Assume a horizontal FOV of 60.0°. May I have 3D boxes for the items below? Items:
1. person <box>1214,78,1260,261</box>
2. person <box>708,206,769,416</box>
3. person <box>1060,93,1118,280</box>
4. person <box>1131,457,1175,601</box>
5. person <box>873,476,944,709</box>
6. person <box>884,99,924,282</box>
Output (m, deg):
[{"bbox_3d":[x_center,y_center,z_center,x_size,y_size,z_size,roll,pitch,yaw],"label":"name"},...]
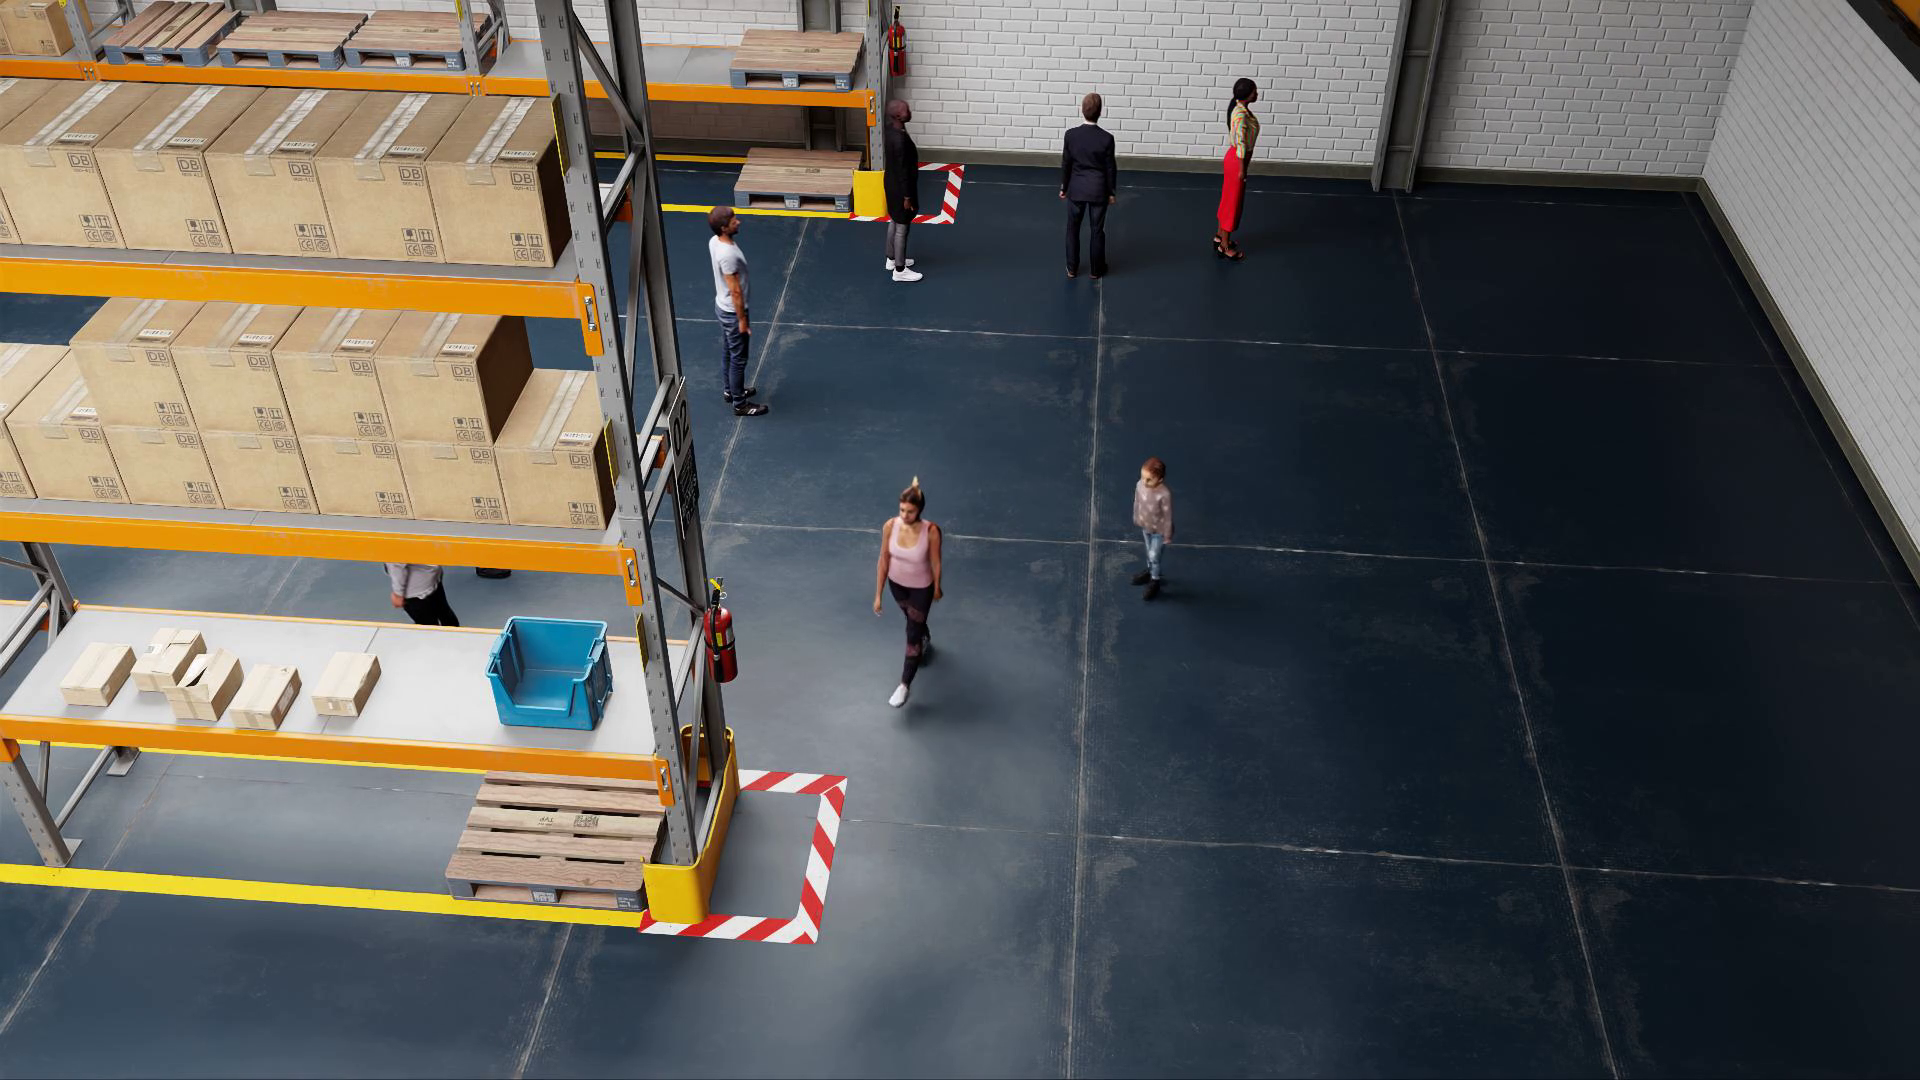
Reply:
[{"bbox_3d":[2.625,-3.535,15.819,0.551,1.792,0.617,0,39,-1],"label":"person"},{"bbox_3d":[-1.879,-1.895,13.707,0.705,1.865,0.717,-14,41,-17],"label":"person"},{"bbox_3d":[1.191,-3.296,15.501,0.579,1.815,0.778,9,39,11],"label":"person"},{"bbox_3d":[1.430,-0.127,12.038,0.670,1.186,0.607,-27,46,-30],"label":"person"},{"bbox_3d":[-0.309,0.259,11.228,1.073,1.592,0.831,14,41,16],"label":"person"},{"bbox_3d":[-0.569,-3.280,15.525,0.674,1.762,0.718,-10,40,-12],"label":"person"}]
